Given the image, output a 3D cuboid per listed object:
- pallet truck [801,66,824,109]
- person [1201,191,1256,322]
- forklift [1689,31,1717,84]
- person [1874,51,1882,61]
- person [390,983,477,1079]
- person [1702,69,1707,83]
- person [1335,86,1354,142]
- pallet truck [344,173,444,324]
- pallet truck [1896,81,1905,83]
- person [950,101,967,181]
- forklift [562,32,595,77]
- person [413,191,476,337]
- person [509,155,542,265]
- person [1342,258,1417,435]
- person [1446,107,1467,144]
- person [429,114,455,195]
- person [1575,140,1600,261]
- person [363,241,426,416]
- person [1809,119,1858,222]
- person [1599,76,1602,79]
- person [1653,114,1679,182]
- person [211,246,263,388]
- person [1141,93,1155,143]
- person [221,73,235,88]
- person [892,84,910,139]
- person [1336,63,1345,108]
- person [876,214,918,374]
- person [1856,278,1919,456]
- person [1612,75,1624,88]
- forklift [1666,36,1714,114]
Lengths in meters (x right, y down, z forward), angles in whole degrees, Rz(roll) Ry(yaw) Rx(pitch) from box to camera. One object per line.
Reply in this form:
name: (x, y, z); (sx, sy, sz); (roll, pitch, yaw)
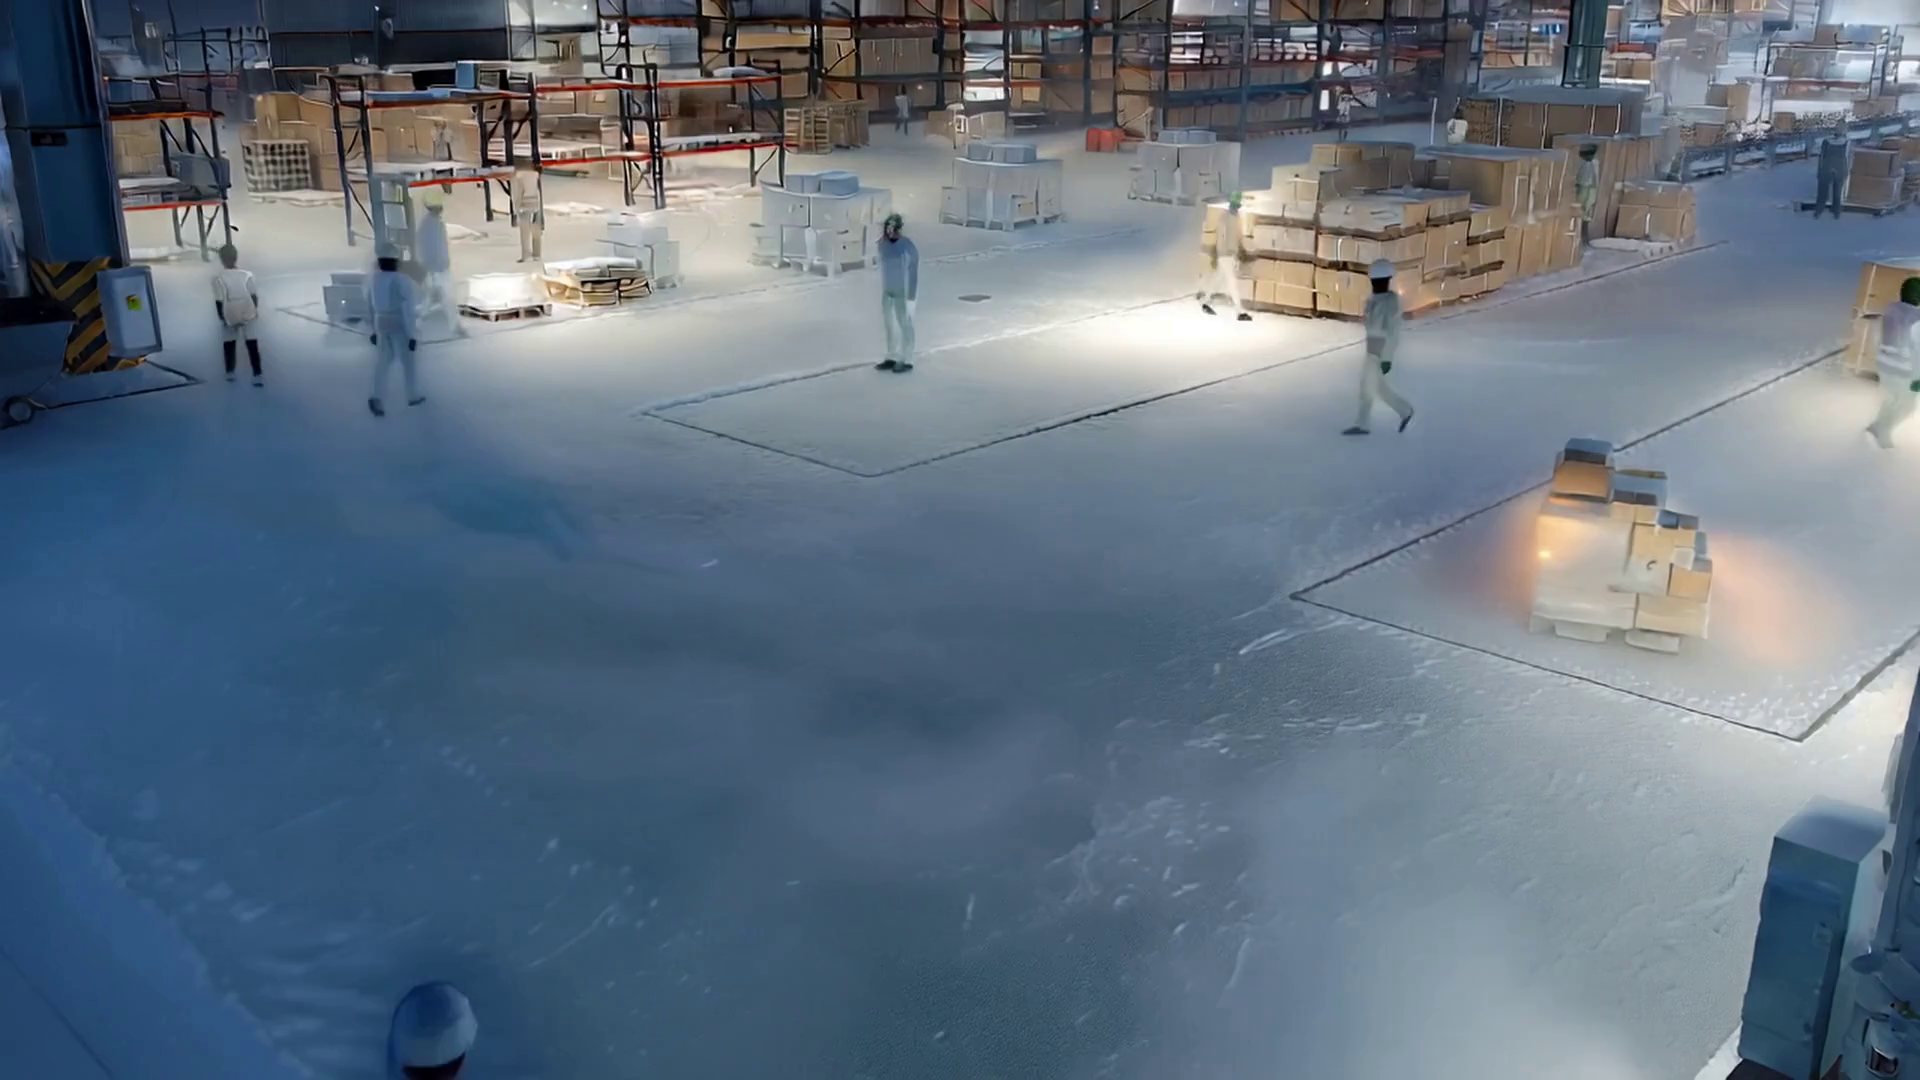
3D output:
pallet truck: (-4.812, -15.182, 56.903); (0.823, 1.965, 1.885); (-9, 21, -26)
person: (3.835, -4.035, 23.616); (0.995, 1.815, 0.493); (17, 25, 42)
forklift: (30.803, -19.734, 69.238); (1.129, 2.768, 1.873); (17, 25, 41)
person: (45.303, -23.477, 82.091); (1.042, 1.883, 0.549); (12, 22, 33)
person: (-1.448, 2.165, 4.801); (0.638, 1.900, 1.005); (-1, 18, -2)
person: (28.687, -17.425, 64.281); (0.857, 1.590, 0.500); (-8, 20, -24)
person: (11.775, -13.027, 50.873); (0.315, 1.700, 0.540); (-11, 21, -29)
pallet truck: (-8.209, -4.181, 23.757); (0.823, 1.965, 1.885); (3, 19, 9)
pallet truck: (34.802, -16.331, 61.455); (0.653, 1.274, 1.630); (17, 25, 41)
person: (-0.058, -9.733, 40.604); (0.391, 1.929, 0.540); (11, 21, 29)
forklift: (-15.883, -19.452, 68.388); (1.129, 2.768, 1.873); (17, 25, 41)
person: (-7.075, -3.689, 22.320); (0.918, 1.966, 0.623); (4, 19, 10)
person: (-7.410, -5.611, 28.315); (0.429, 1.840, 0.635); (11, 21, 29)
person: (4.416, -1.990, 17.310); (0.661, 1.908, 0.587); (-2, 19, -7)
person: (12.540, -10.115, 42.121); (0.543, 1.679, 0.607); (-3, 19, -8)
person: (-11.883, -8.832, 38.077); (0.537, 1.797, 0.932); (-10, 21, -27)
person: (10.775, -5.861, 28.740); (0.357, 2.047, 0.615); (12, 22, 32)
person: (-6.305, -2.336, 18.364); (0.594, 1.900, 0.886); (4, 19, 12)
person: (17.638, -7.464, 33.581); (0.684, 2.000, 0.536); (17, 25, 41)
person: (22.141, -15.575, 58.230); (0.638, 1.909, 0.408); (14, 23, 36)
person: (15.787, -8.522, 37.019); (0.931, 1.893, 0.553); (-6, 19, -16)
person: (-8.542, -2.645, 19.657); (0.538, 1.645, 0.884); (-15, 23, -38)
person: (4.846, -10.526, 42.923); (0.367, 1.966, 0.607); (-1, 18, -4)
person: (-23.727, -14.194, 54.071); (0.584, 1.911, 0.394); (13, 22, 34)
person: (-1.826, -13.373, 51.931); (0.545, 1.685, 0.545); (15, 23, 38)
person: (14.000, -16.694, 61.597); (0.661, 1.916, 0.428); (-16, 24, -40)
person: (-0.769, -3.011, 20.325); (0.371, 1.939, 0.629); (-17, 25, -41)
person: (9.300, -1.697, 16.543); (0.535, 1.822, 0.642); (-2, 18, -5)
person: (21.718, -14.434, 54.937); (0.617, 1.808, 0.470); (17, 25, 42)
forklift: (27.341, -17.291, 61.877); (1.129, 2.768, 1.873); (17, 25, 41)
